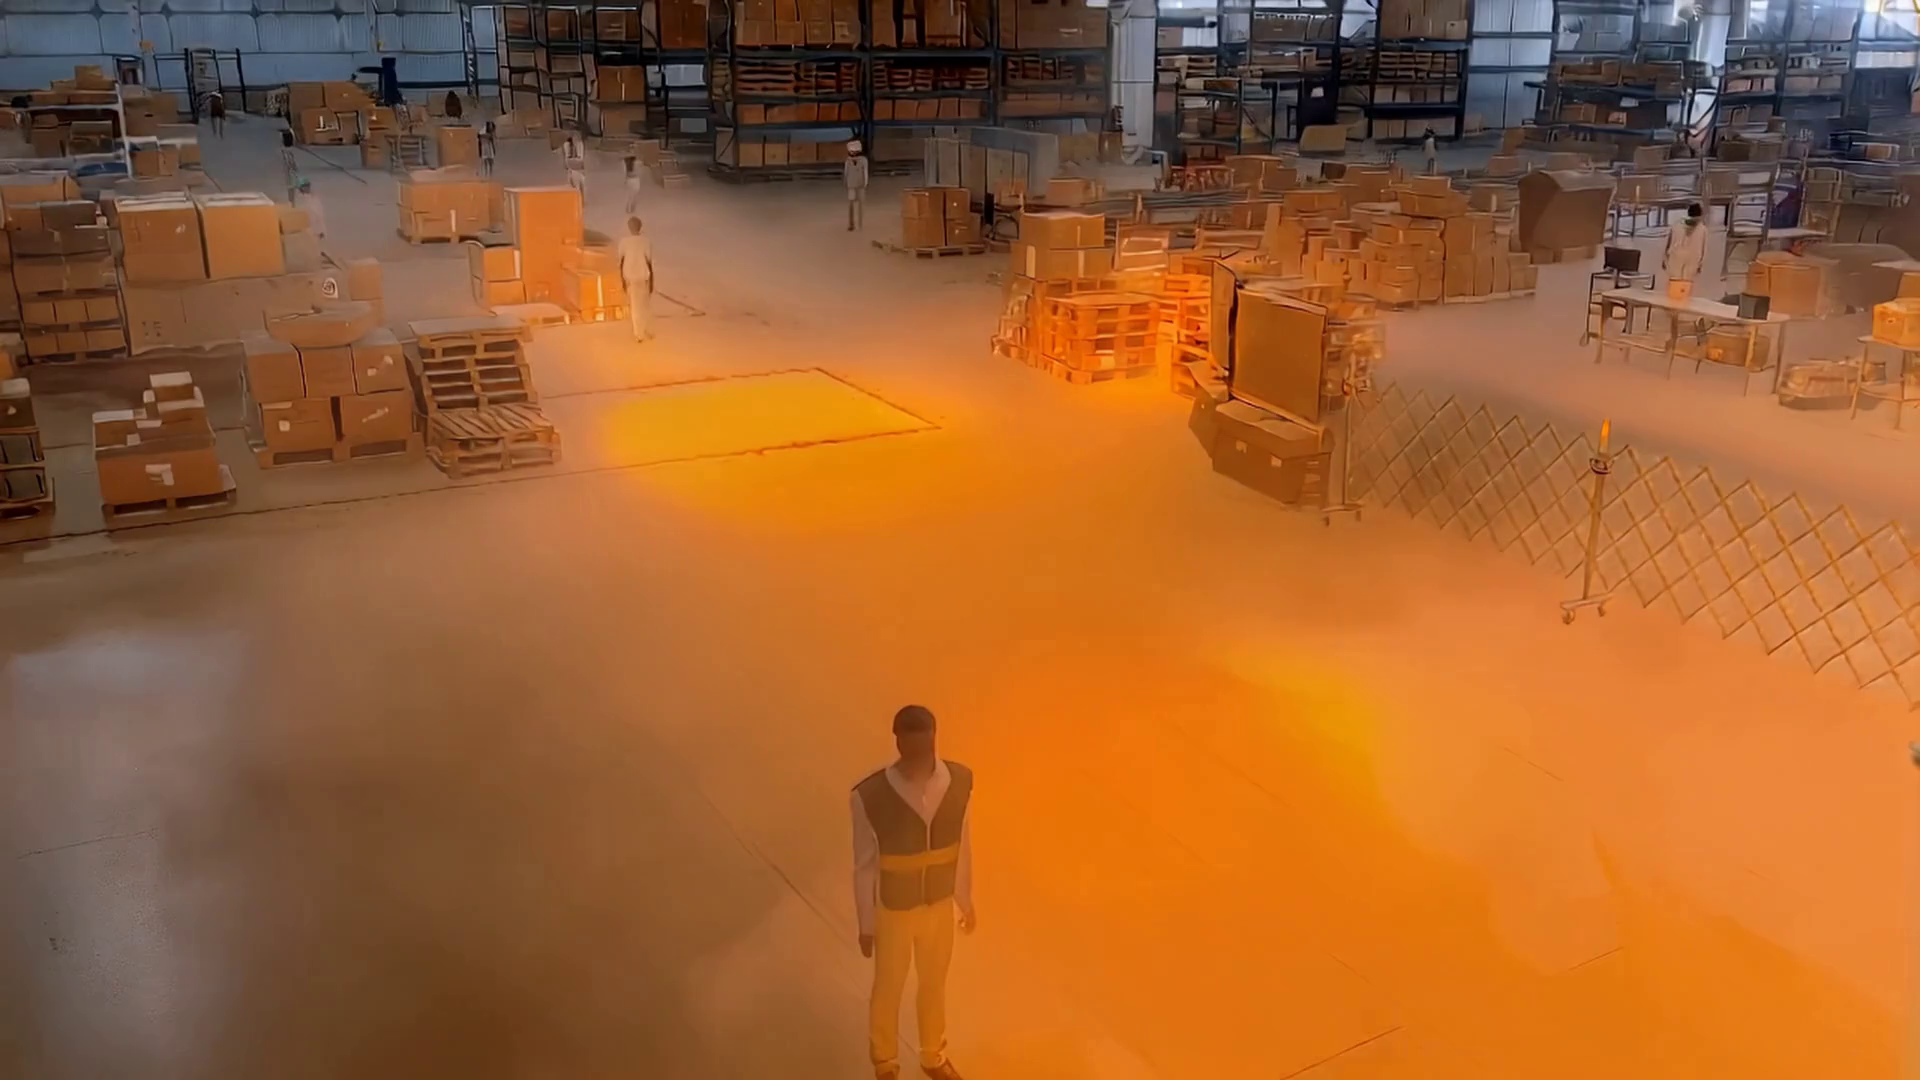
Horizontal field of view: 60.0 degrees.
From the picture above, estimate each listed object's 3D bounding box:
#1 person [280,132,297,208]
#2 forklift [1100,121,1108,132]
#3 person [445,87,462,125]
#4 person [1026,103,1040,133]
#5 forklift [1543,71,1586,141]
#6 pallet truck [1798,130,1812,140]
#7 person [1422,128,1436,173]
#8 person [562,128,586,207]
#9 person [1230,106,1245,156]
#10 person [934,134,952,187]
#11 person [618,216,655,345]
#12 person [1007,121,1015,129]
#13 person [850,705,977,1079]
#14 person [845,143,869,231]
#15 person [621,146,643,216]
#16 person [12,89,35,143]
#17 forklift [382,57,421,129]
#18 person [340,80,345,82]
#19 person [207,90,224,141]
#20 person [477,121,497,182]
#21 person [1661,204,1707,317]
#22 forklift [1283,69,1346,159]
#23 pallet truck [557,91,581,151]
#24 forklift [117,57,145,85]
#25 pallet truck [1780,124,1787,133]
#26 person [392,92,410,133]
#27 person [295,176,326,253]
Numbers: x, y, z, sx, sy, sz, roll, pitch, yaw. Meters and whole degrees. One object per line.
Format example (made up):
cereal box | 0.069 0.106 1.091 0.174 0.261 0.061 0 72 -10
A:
person | -15.851 -8.666 39.354 0.377 1.956 0.606 -13 22 -35
forklift | 5.715 -14.355 55.587 1.873 2.768 1.129 -9 20 -26
person | -18.626 -15.661 61.174 0.659 1.936 1.027 -14 23 -37
person | 2.436 -13.840 55.916 0.785 1.665 0.535 -9 20 -25
forklift | 18.685 -13.231 52.085 1.873 2.768 1.129 -9 20 -26
pallet truck | 25.526 -11.556 49.408 1.630 1.274 0.653 -9 20 -26
person | 12.693 -10.335 45.077 0.321 1.623 0.539 7 19 20
person | -9.458 -9.131 40.847 0.540 1.929 0.388 -3 18 -9
person | 9.119 -13.518 55.009 0.503 1.613 0.563 -6 19 -19
person | -0.407 -9.287 41.665 0.904 1.717 0.531 -12 22 -34
person | -4.736 -3.805 24.361 0.521 1.847 0.595 -1 18 -4
person | 1.415 -11.314 48.154 0.636 1.606 0.516 -10 21 -29
person | -0.201 1.610 7.367 0.591 1.919 0.392 -10 20 -28
person | -2.280 -7.777 36.651 0.562 1.893 0.928 2 18 5
person | -7.764 -8.464 39.265 0.526 1.610 0.750 6 19 17
person | -33.962 -15.379 60.370 0.639 1.890 0.990 -7 19 -20
forklift | -22.968 -18.093 67.240 1.873 2.768 1.129 -2 18 -6
person | -25.073 -17.770 67.825 0.568 1.886 0.977 2 18 5
person | -27.497 -15.698 61.464 0.429 1.840 0.645 16 23 40
person | -13.365 -10.982 46.992 0.323 1.688 0.531 15 23 38
person | 11.469 -4.393 26.307 0.610 1.790 0.635 1 18 3
forklift | 11.615 -13.871 54.079 1.129 2.768 1.873 -9 20 -27
pallet truck | -13.495 -14.412 57.188 0.823 1.965 1.885 -3 18 -9
forklift | -33.534 -18.200 67.575 1.129 2.768 1.873 -9 20 -26
pallet truck | 25.206 -12.542 52.601 1.601 1.201 0.680 0 18 -2
person | -19.538 -14.691 58.197 0.590 1.912 0.382 -6 19 -19
person | -11.605 -5.524 29.658 0.988 1.884 0.565 -1 18 -2
